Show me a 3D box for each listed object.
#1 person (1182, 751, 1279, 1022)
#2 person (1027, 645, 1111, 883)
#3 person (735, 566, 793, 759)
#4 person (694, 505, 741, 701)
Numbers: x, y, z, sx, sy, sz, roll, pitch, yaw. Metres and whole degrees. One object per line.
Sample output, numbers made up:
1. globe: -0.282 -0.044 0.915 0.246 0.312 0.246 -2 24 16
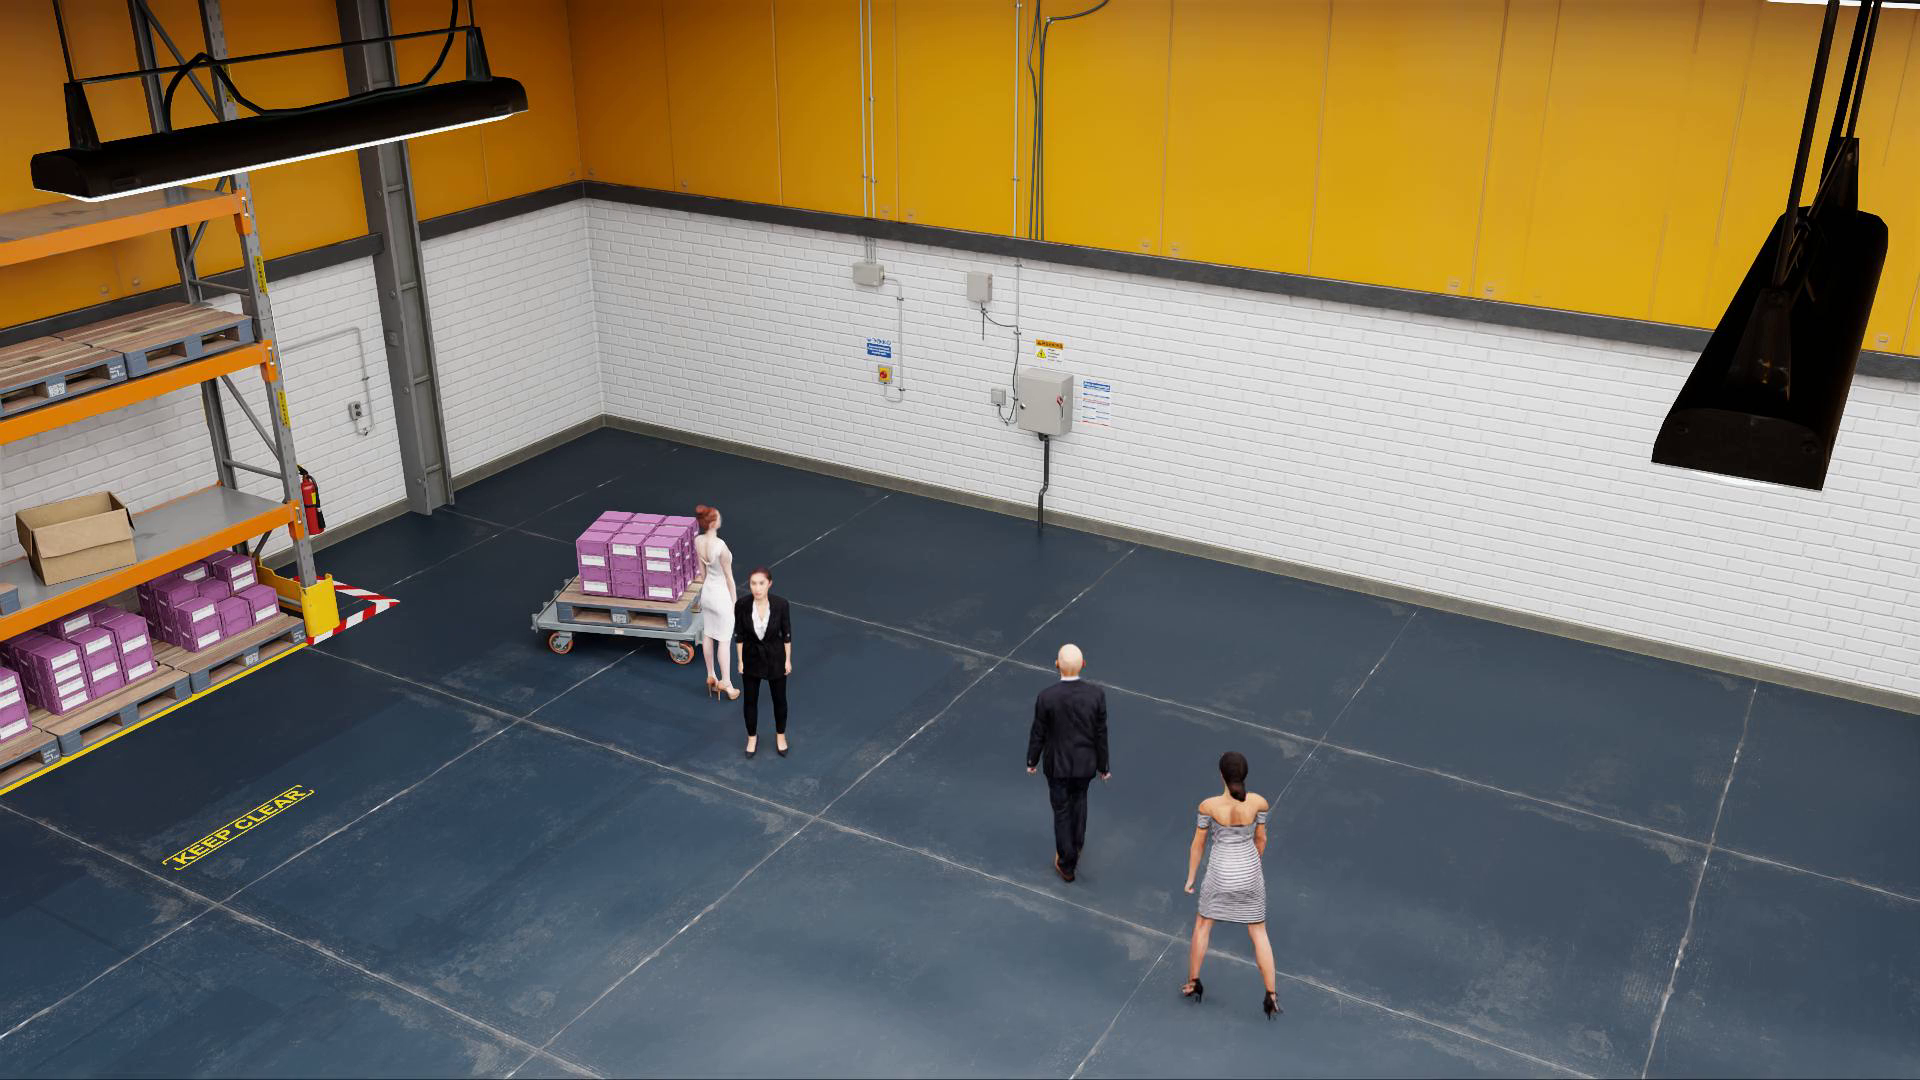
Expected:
1. person: 1.653 2.137 10.340 0.878 1.804 0.863 0 24 1
2. person: 0.783 1.598 11.592 0.901 1.788 0.950 -3 24 -8
3. person: -1.552 0.959 13.214 0.686 1.660 0.709 -1 24 -3
4. person: -2.064 0.520 14.055 0.609 1.790 0.550 20 31 38
